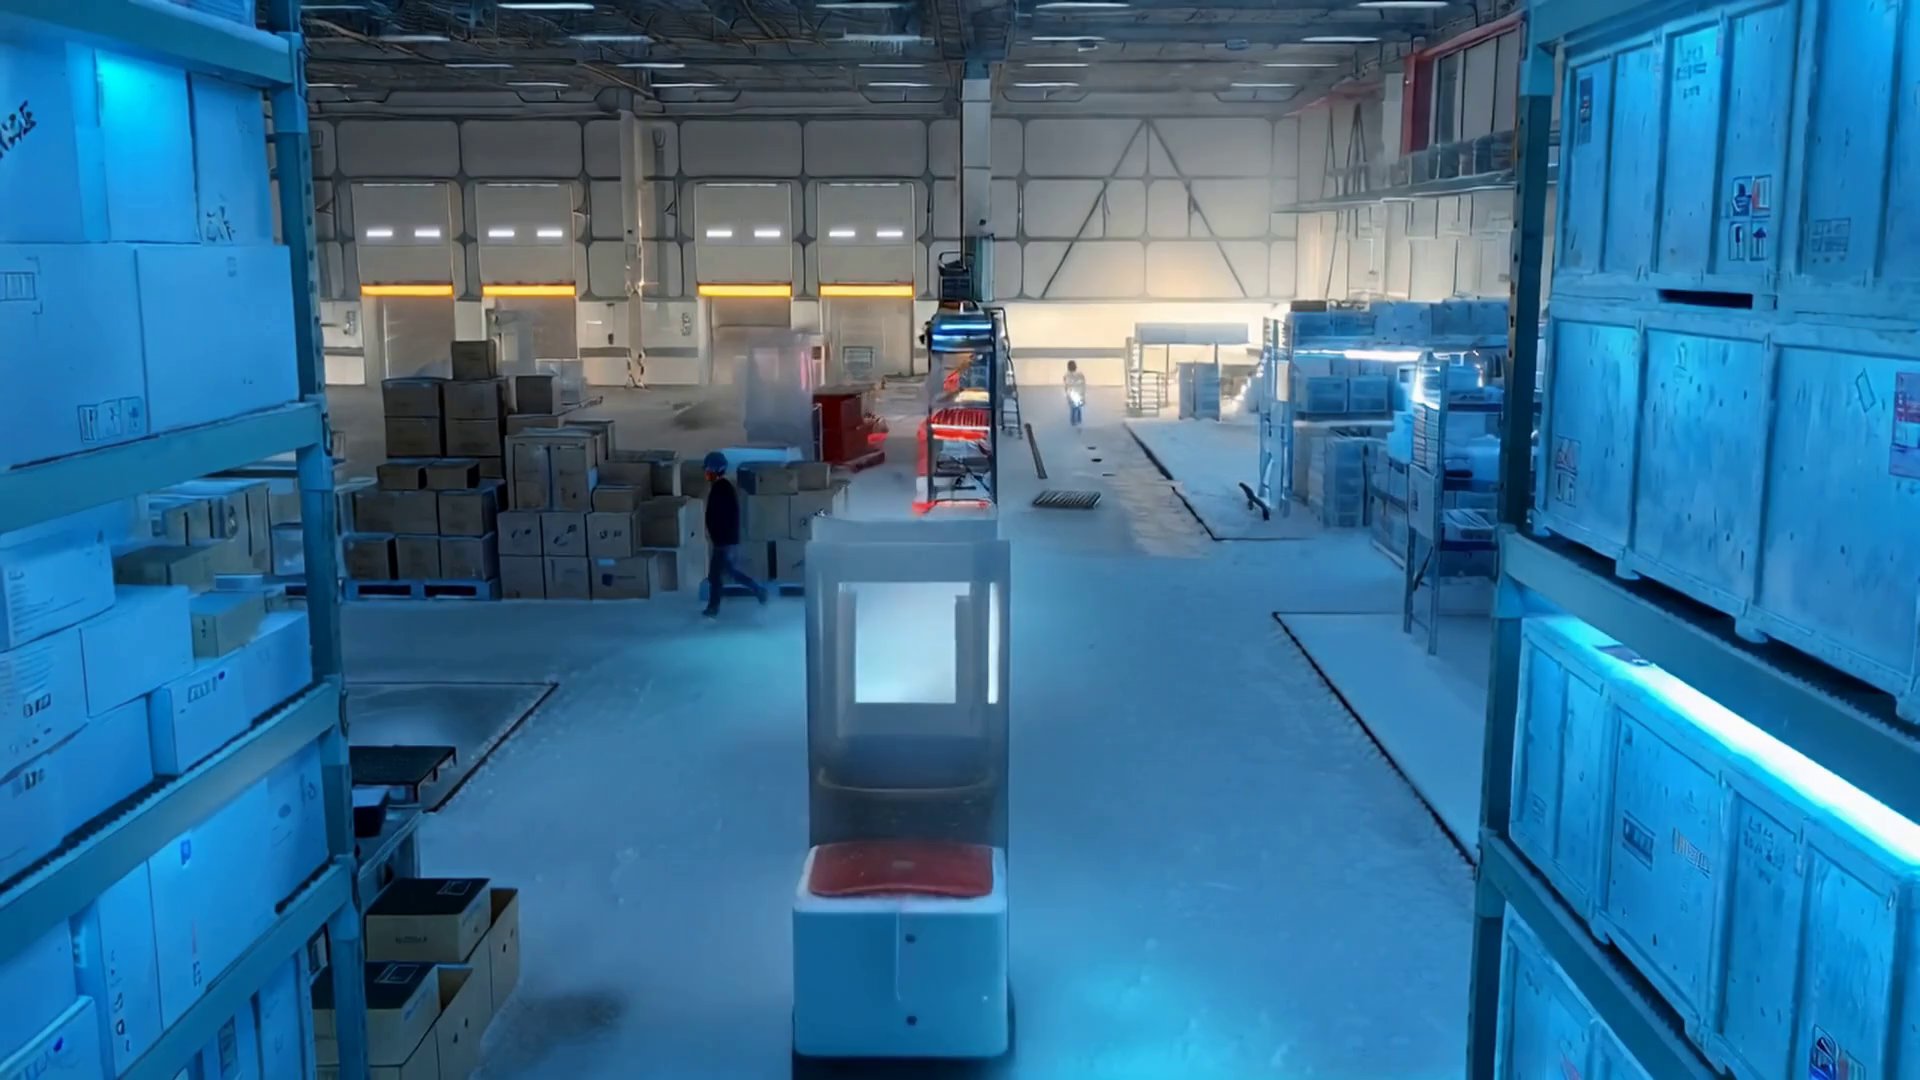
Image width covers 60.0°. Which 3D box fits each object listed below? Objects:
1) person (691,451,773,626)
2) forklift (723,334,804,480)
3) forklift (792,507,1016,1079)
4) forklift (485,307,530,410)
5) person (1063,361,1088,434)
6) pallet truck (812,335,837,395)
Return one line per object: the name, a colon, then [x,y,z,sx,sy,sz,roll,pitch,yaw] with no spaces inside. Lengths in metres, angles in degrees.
person: [-2.554,-0.030,18.546,0.897,1.964,0.619,-4,10,-20]
forklift: [-3.008,-1.909,26.713,1.129,2.768,1.873,3,10,15]
forklift: [-0.280,1.221,8.659,1.129,2.768,1.873,0,10,1]
forklift: [-10.754,-4.150,39.646,1.129,2.768,1.873,0,10,1]
person: [2.637,-3.258,37.999,0.564,1.667,0.482,0,10,2]
pallet truck: [-3.021,-4.312,43.126,1.885,1.965,0.823,3,10,17]
